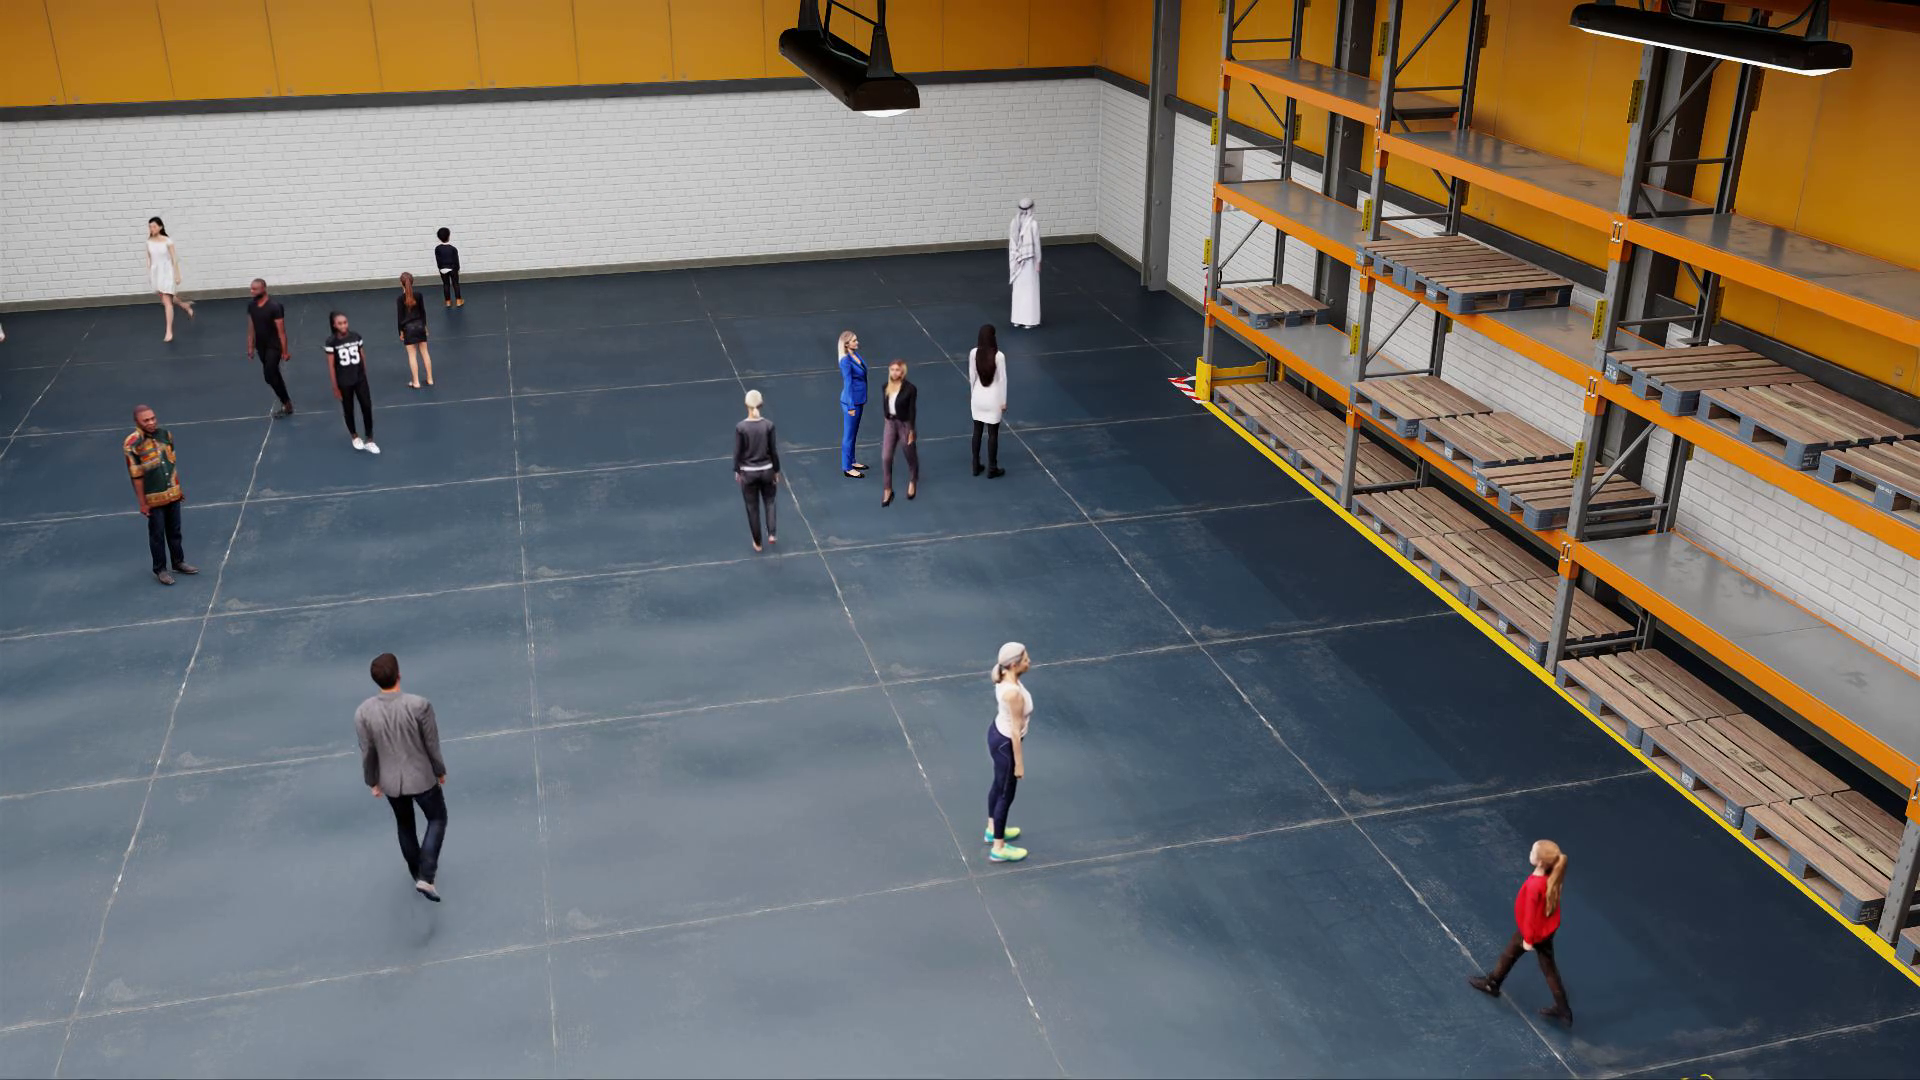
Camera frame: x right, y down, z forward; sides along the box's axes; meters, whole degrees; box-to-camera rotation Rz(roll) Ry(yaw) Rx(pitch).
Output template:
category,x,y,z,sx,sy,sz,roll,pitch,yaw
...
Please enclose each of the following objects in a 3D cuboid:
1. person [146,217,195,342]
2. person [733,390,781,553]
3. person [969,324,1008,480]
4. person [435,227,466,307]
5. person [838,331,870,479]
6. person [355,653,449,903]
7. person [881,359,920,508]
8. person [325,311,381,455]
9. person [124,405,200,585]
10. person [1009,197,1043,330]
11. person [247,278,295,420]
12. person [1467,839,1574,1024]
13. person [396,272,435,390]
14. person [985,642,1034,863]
category,x,y,z,sx,sy,sz,roll,pitch,yaw
person,-11.496,-3.810,24.121,0.894,1.751,1.157,3,24,6
person,-2.067,-0.678,17.002,0.611,1.716,0.575,-7,24,-15
person,0.291,-1.588,18.969,0.688,1.808,0.740,13,27,28
person,-7.921,-4.236,25.752,0.548,1.227,0.553,0,24,-1
person,-1.249,-1.570,19.061,0.754,1.701,0.624,3,24,7
person,-3.801,1.677,11.437,0.797,1.857,0.994,-2,24,-5
person,-0.603,-1.211,18.306,0.875,1.649,0.956,9,25,20
person,-7.286,-1.887,19.779,0.817,1.707,0.955,-18,29,-35
person,-7.916,-0.476,16.427,0.885,1.806,0.817,12,26,25
person,0.966,-4.098,24.563,0.784,1.925,0.862,16,28,31
person,-8.586,-2.428,20.893,0.812,1.806,0.869,12,26,26
person,3.655,2.461,10.399,0.775,1.252,0.985,-21,31,-39
person,-7.245,-2.797,22.050,0.615,1.555,0.639,-17,29,-34
person,0.331,1.506,12.029,0.664,1.698,0.507,-4,24,-8
